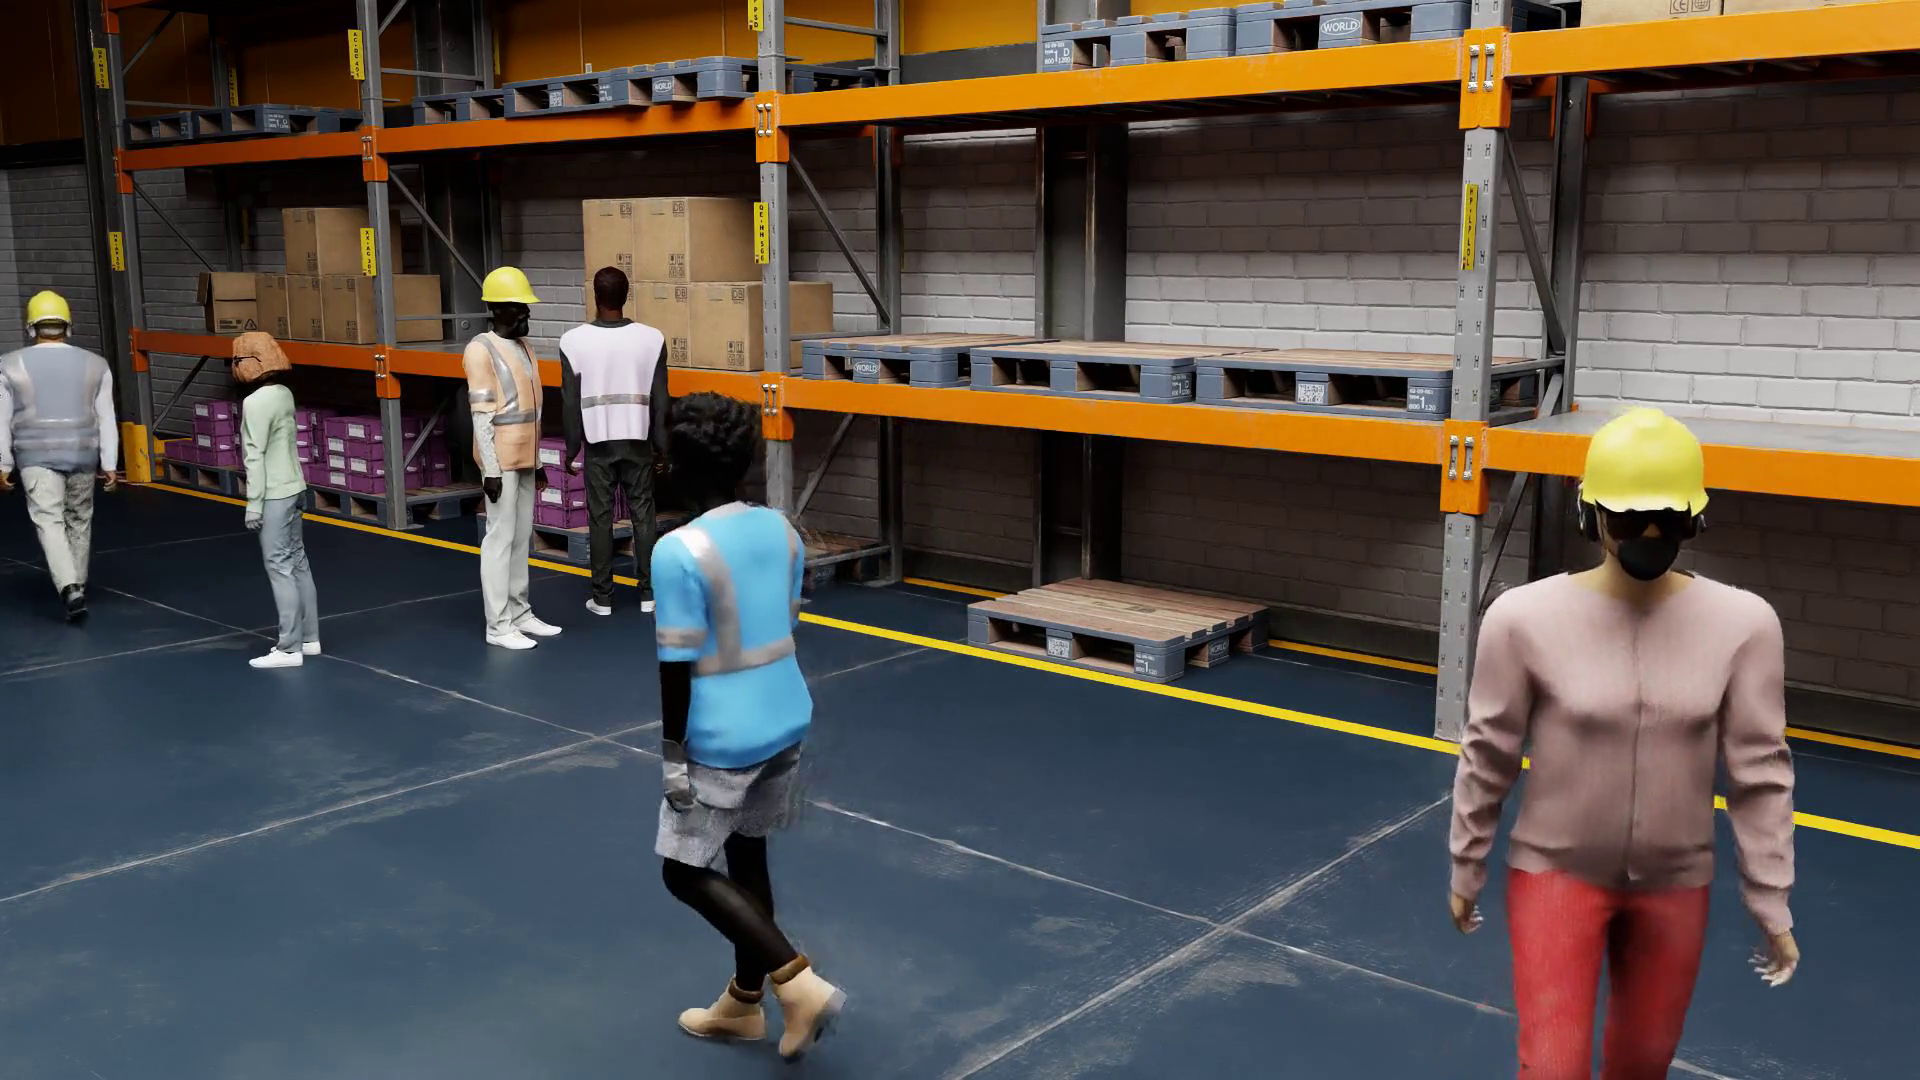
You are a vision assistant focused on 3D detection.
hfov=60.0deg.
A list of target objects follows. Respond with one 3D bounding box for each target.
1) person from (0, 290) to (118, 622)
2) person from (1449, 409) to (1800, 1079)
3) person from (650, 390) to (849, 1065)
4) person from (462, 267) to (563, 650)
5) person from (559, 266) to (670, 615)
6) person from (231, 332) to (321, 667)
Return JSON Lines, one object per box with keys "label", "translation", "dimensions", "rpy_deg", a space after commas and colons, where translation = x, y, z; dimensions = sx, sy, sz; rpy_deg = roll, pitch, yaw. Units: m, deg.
{"label": "person", "translation": [-4.926, -0.460, 9.100], "dimensions": [0.590, 1.803, 0.892], "rpy_deg": [-8, 13, -37]}
{"label": "person", "translation": [1.196, 0.628, 3.045], "dimensions": [0.556, 1.748, 0.429], "rpy_deg": [1, 10, 3]}
{"label": "person", "translation": [-0.498, 0.482, 4.046], "dimensions": [0.488, 1.682, 0.543], "rpy_deg": [5, 11, 28]}
{"label": "person", "translation": [-2.278, -0.416, 8.471], "dimensions": [0.367, 1.927, 0.587], "rpy_deg": [2, 10, 10]}
{"label": "person", "translation": [-1.891, -0.539, 9.190], "dimensions": [0.594, 1.921, 0.387], "rpy_deg": [-3, 10, -18]}
{"label": "person", "translation": [-3.334, -0.196, 8.086], "dimensions": [0.286, 1.624, 0.494], "rpy_deg": [-1, 10, -5]}
